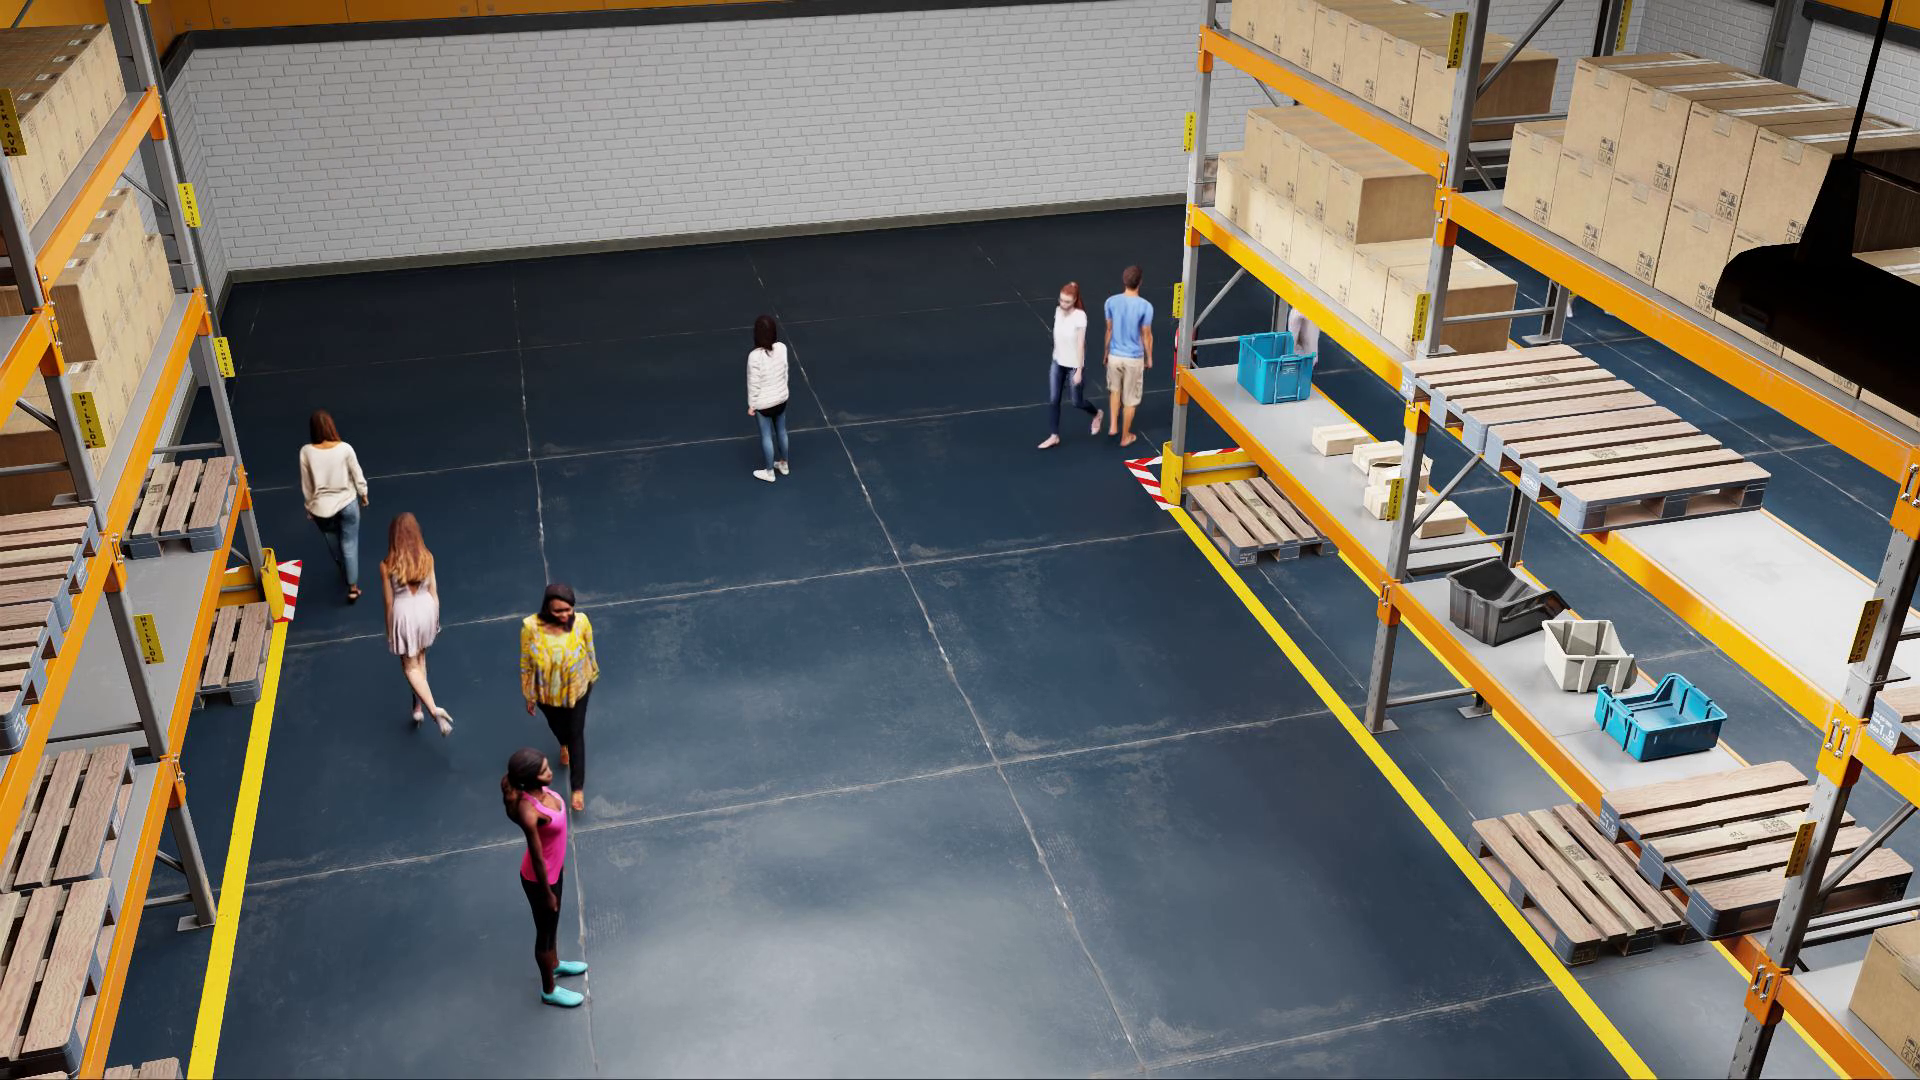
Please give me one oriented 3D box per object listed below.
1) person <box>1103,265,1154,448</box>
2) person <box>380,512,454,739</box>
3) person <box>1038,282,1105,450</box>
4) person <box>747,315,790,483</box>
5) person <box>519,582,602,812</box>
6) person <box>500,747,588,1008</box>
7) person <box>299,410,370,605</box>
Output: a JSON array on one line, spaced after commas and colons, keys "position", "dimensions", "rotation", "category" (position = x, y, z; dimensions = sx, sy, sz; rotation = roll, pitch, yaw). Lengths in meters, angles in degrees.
[{"position": [1.591, -1.748, 16.179], "dimensions": [0.778, 1.853, 0.831], "rotation": [13, 31, 22], "category": "person"}, {"position": [-3.852, 0.675, 11.861], "dimensions": [0.739, 1.734, 1.015], "rotation": [-17, 33, -28], "category": "person"}, {"position": [1.136, -1.708, 16.244], "dimensions": [0.933, 1.721, 0.983], "rotation": [-21, 35, -34], "category": "person"}, {"position": [-1.794, -1.343, 15.660], "dimensions": [0.721, 1.638, 0.703], "rotation": [24, 37, 37], "category": "person"}, {"position": [-2.751, 0.991, 11.428], "dimensions": [0.747, 1.593, 1.094], "rotation": [-5, 29, -10], "category": "person"}, {"position": [-2.406, 1.920, 9.591], "dimensions": [0.661, 1.722, 0.545], "rotation": [-1, 29, -2], "category": "person"}, {"position": [-5.120, -0.236, 13.606], "dimensions": [0.664, 1.663, 0.808], "rotation": [-6, 29, -11], "category": "person"}]
